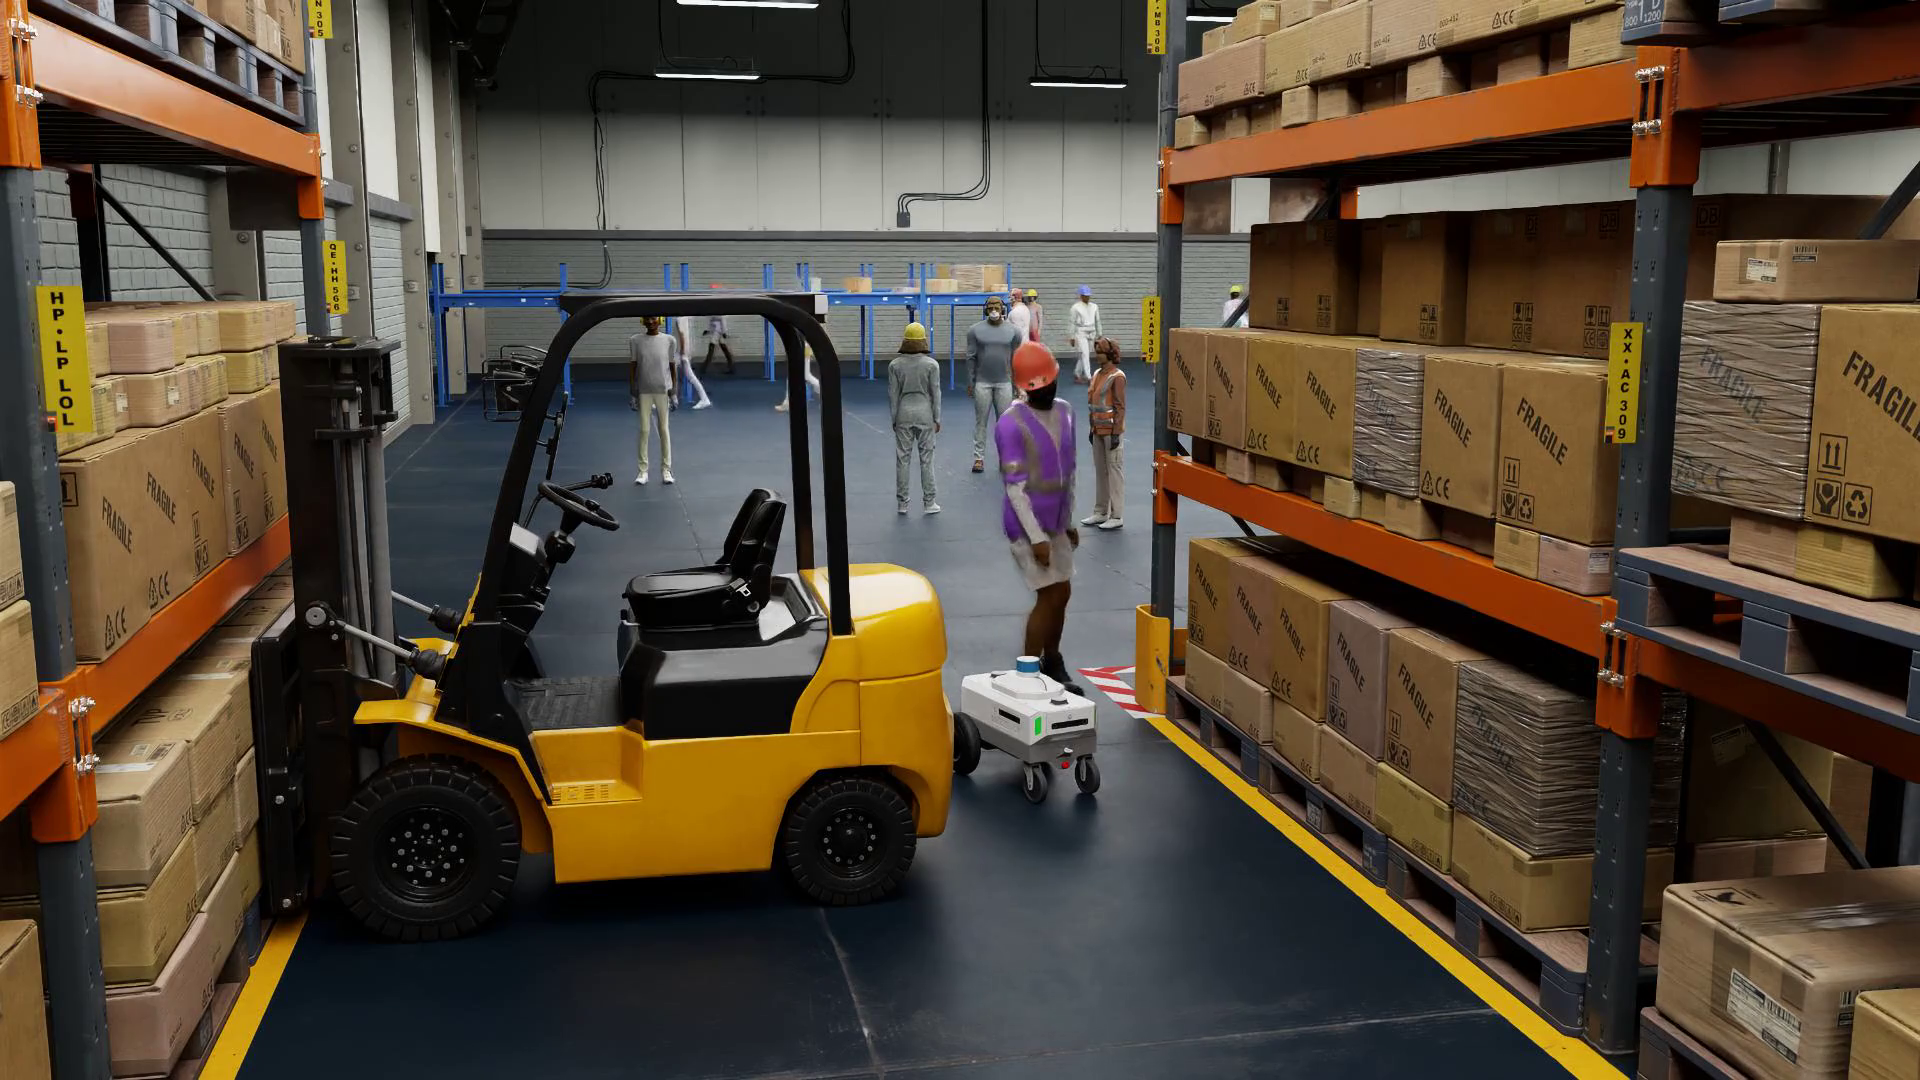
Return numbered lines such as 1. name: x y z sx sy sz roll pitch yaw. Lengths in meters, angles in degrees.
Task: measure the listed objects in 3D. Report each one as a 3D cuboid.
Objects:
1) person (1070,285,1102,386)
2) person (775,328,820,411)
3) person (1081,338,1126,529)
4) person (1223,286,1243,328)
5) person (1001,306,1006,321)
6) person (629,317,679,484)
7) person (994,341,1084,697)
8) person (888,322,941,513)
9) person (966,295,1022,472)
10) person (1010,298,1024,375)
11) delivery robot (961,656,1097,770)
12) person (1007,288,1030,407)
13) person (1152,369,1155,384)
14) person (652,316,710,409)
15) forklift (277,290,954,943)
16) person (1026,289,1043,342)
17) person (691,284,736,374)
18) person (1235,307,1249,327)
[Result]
1. person: 2.386 -3.934 31.958 0.612 1.911 0.970 -6 11 -31
2. person: -2.468 -2.941 26.171 0.858 1.816 0.641 0 9 2
3. person: 1.269 -0.923 14.392 0.308 1.641 0.516 -4 10 -23
4. person: 5.930 -4.537 35.770 0.588 1.871 1.005 -1 9 -8
5. person: 0.897 -5.097 39.663 0.317 1.695 0.540 8 12 39
6. person: -3.200 -1.525 17.362 0.513 1.872 0.328 -2 9 -10
7. person: 0.422 -0.079 8.510 0.397 1.890 0.585 8 12 39
8. person: -0.409 -1.118 15.269 0.486 1.744 0.294 1 9 8
9. person: 0.375 -1.729 18.396 0.627 1.940 0.370 0 9 -1
10. person: 1.307 -4.284 34.826 0.838 1.662 0.528 -4 10 -21
11. delivery robot: 0.299 0.754 7.311 0.477 0.478 0.707 -5 11 -28
12. person: 0.916 -3.131 27.053 0.400 1.903 0.644 3 10 16
13. person: 3.844 -3.818 31.422 0.653 1.844 1.016 -4 10 -21
14. person: -4.439 -2.976 26.387 0.995 1.822 0.544 0 9 0
15. forklift: -1.179 0.175 6.143 2.313 2.155 1.214 -2 10 -12
16. person: 1.587 -4.606 36.458 0.320 1.769 0.523 -8 12 -41
17. person: -5.205 -4.442 35.080 0.992 1.882 0.549 -3 10 -15
18. person: 5.434 -3.728 31.498 0.536 1.625 0.370 -6 11 -33
